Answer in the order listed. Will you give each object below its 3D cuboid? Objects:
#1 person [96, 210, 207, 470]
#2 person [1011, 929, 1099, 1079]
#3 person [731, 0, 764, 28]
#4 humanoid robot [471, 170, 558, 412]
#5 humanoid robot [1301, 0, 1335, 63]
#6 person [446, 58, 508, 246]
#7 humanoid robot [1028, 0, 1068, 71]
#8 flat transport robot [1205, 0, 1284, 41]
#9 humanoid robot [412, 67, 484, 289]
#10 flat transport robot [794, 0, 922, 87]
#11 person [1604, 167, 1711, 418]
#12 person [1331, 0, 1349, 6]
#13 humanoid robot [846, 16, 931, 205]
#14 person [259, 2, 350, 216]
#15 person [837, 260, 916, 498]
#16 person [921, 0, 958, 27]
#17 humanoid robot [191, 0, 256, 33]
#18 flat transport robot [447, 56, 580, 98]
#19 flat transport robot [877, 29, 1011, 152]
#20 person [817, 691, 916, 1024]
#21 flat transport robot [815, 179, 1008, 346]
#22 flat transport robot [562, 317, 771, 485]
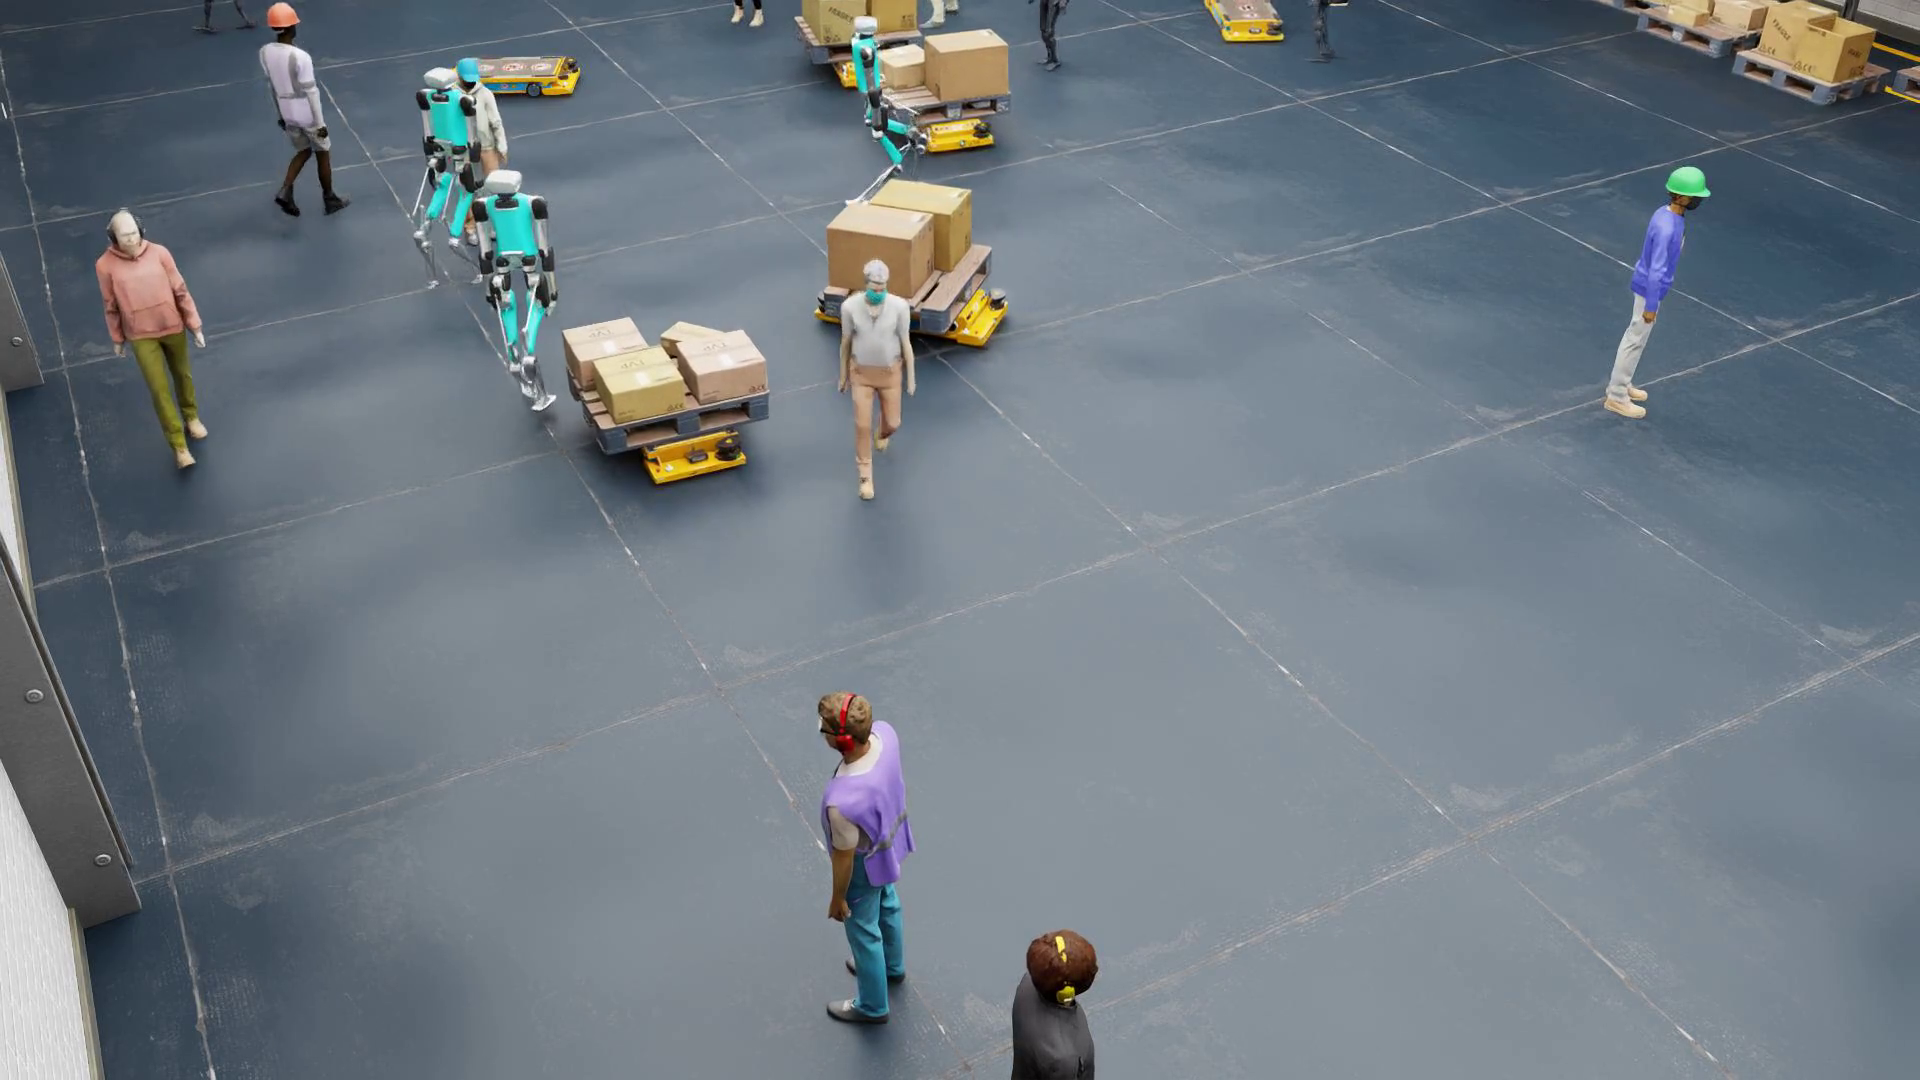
[{"bbox_3d":[-5.453,-1.376,11.352,0.566,1.799,0.857,-22,40,-28],"label":"person"},{"bbox_3d":[0.358,2.151,6.245,0.356,1.877,0.494,-6,36,-9],"label":"person"},{"bbox_3d":[-2.524,-6.793,19.176,0.537,1.693,0.323,13,37,18],"label":"person"},{"bbox_3d":[-3.143,-1.650,11.807,0.534,1.774,0.844,-2,35,-3],"label":"humanoid robot"},{"bbox_3d":[3.997,-6.076,18.159,0.336,1.651,0.601,15,38,21],"label":"humanoid robot"},{"bbox_3d":[-4.148,-3.332,14.268,0.538,1.656,0.424,-5,35,-8],"label":"person"},{"bbox_3d":[0.973,-5.927,17.950,0.395,1.650,0.602,-23,41,-29],"label":"humanoid robot"},{"bbox_3d":[3.326,-6.159,19.509,0.659,0.231,1.431,-2,35,-3],"label":"flat transport robot"},{"bbox_3d":[-4.229,-2.850,13.544,0.528,1.801,0.806,12,37,16],"label":"humanoid robot"},{"bbox_3d":[-1.115,-5.341,18.342,0.659,0.231,1.431,-9,36,-13],"label":"flat transport robot"},{"bbox_3d":[4.962,-1.774,11.853,0.357,1.871,0.468,14,37,19],"label":"person"},{"bbox_3d":[4.570,-7.372,19.783,0.407,1.950,0.603,9,36,13],"label":"person"},{"bbox_3d":[-0.558,-3.822,14.932,1.011,1.766,0.531,-7,36,-10],"label":"humanoid robot"},{"bbox_3d":[-5.829,-3.730,14.612,0.542,1.918,0.624,15,38,20],"label":"person"},{"bbox_3d":[-0.560,-1.140,11.087,0.540,1.714,0.587,-2,35,-2],"label":"person"},{"bbox_3d":[-0.239,-6.896,19.222,0.444,1.828,0.598,2,35,2],"label":"person"},{"bbox_3d":[-8.588,-6.630,18.973,0.697,1.634,0.587,-5,35,-7],"label":"humanoid robot"},{"bbox_3d":[-4.831,-4.946,17.777,1.431,0.231,0.659,-2,35,-2],"label":"flat transport robot"},{"bbox_3d":[-0.219,-4.298,16.852,0.659,0.231,1.431,-12,37,-16],"label":"flat transport robot"},{"bbox_3d":[-0.408,1.412,7.338,0.390,1.837,0.557,12,37,16],"label":"person"},{"bbox_3d":[-0.391,-1.889,13.413,1.431,0.231,0.659,11,37,15],"label":"flat transport robot"},{"bbox_3d":[-2.083,-0.882,11.974,0.659,0.231,1.431,-15,38,-20],"label":"flat transport robot"}]
